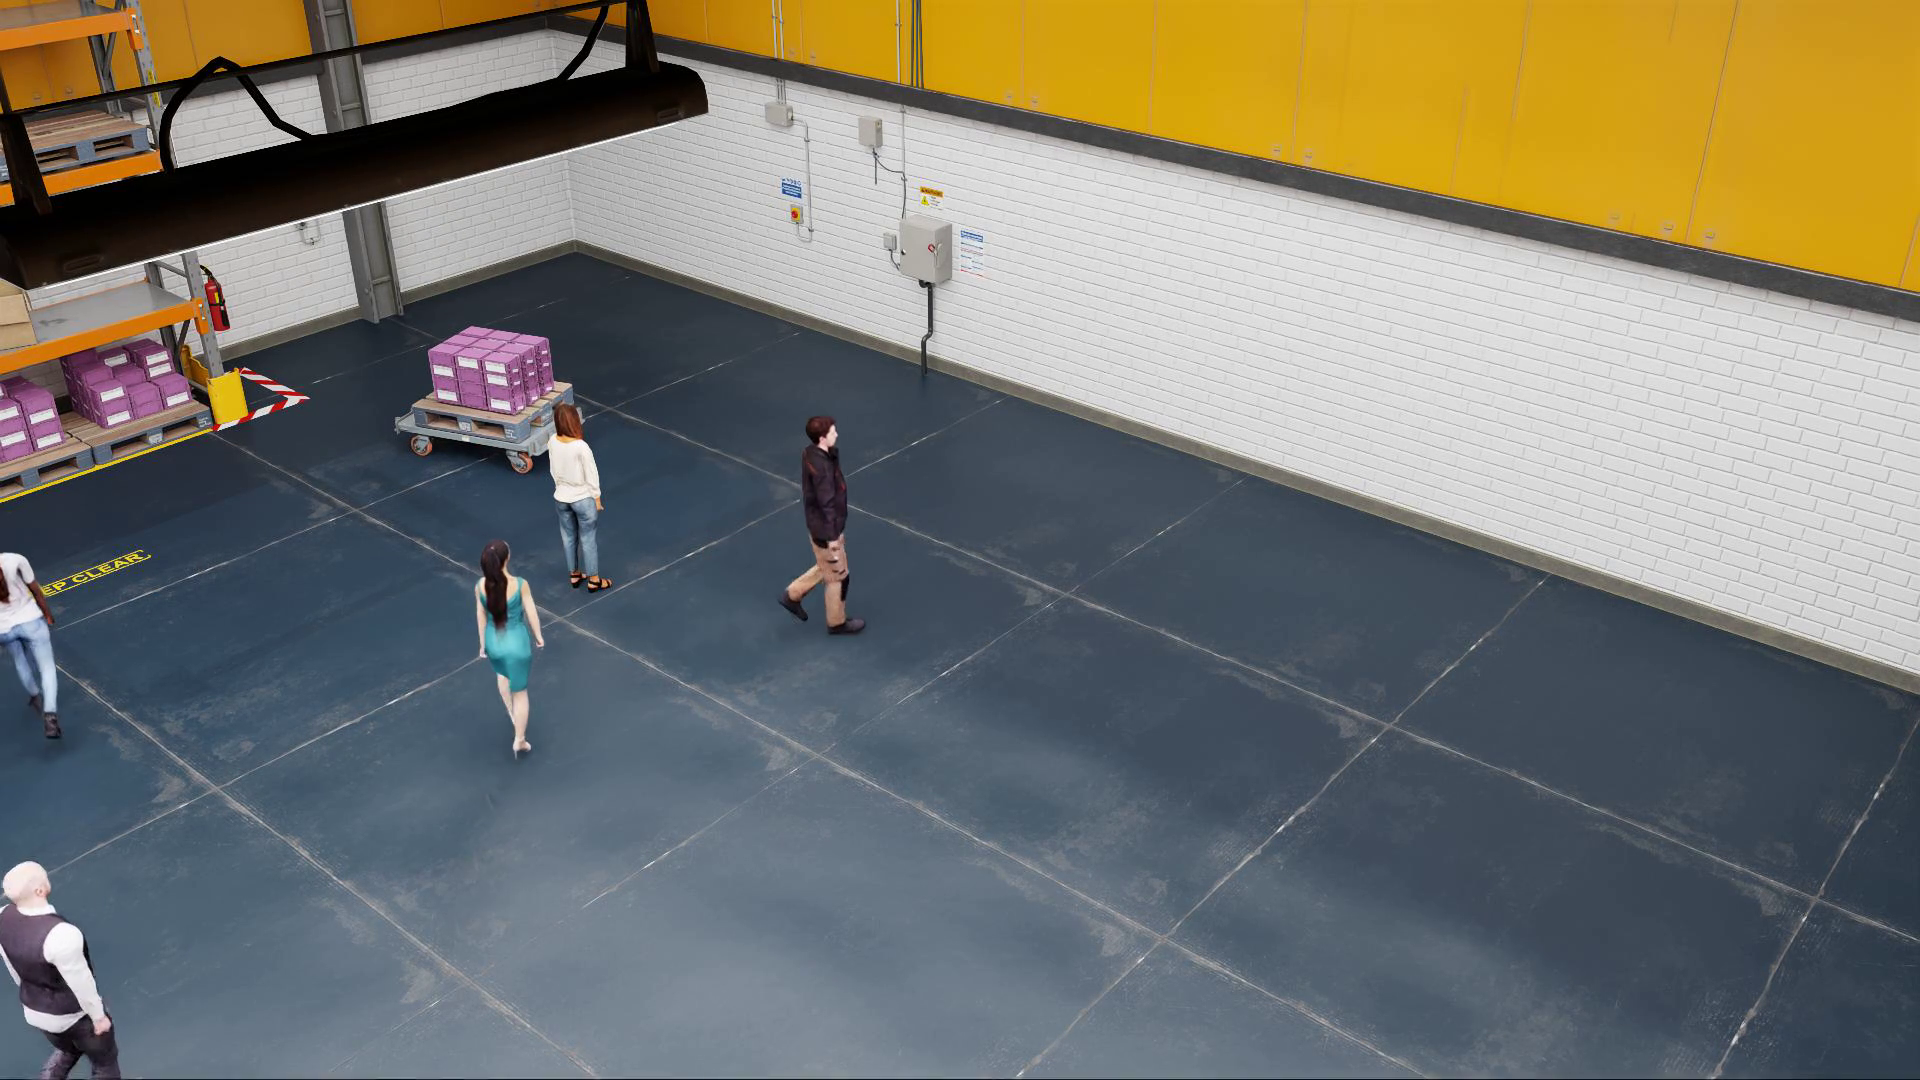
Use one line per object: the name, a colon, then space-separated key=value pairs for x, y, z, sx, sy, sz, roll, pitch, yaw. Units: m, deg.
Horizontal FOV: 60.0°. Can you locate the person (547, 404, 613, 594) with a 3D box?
person: x=-3.179 y=-0.349 z=13.761 sx=0.648 sy=1.683 sz=0.591 roll=16 pitch=32 yaw=26

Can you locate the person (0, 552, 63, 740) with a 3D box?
person: x=-6.717 y=0.662 z=11.895 sx=1.082 sy=1.696 sz=1.012 roll=-10 pitch=30 yaw=-17

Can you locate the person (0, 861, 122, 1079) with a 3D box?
person: x=-4.637 y=2.453 z=8.497 sx=0.876 sy=1.805 sz=1.069 roll=11 pitch=30 yaw=19

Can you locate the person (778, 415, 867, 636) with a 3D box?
person: x=-1.121 y=-0.084 z=13.037 sx=1.081 sy=1.912 sz=0.992 roll=-6 pitch=29 yaw=-11

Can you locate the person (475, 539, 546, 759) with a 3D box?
person: x=-3.188 y=0.799 z=11.675 sx=0.797 sy=1.666 sz=0.861 roll=-1 pitch=29 yaw=-2
